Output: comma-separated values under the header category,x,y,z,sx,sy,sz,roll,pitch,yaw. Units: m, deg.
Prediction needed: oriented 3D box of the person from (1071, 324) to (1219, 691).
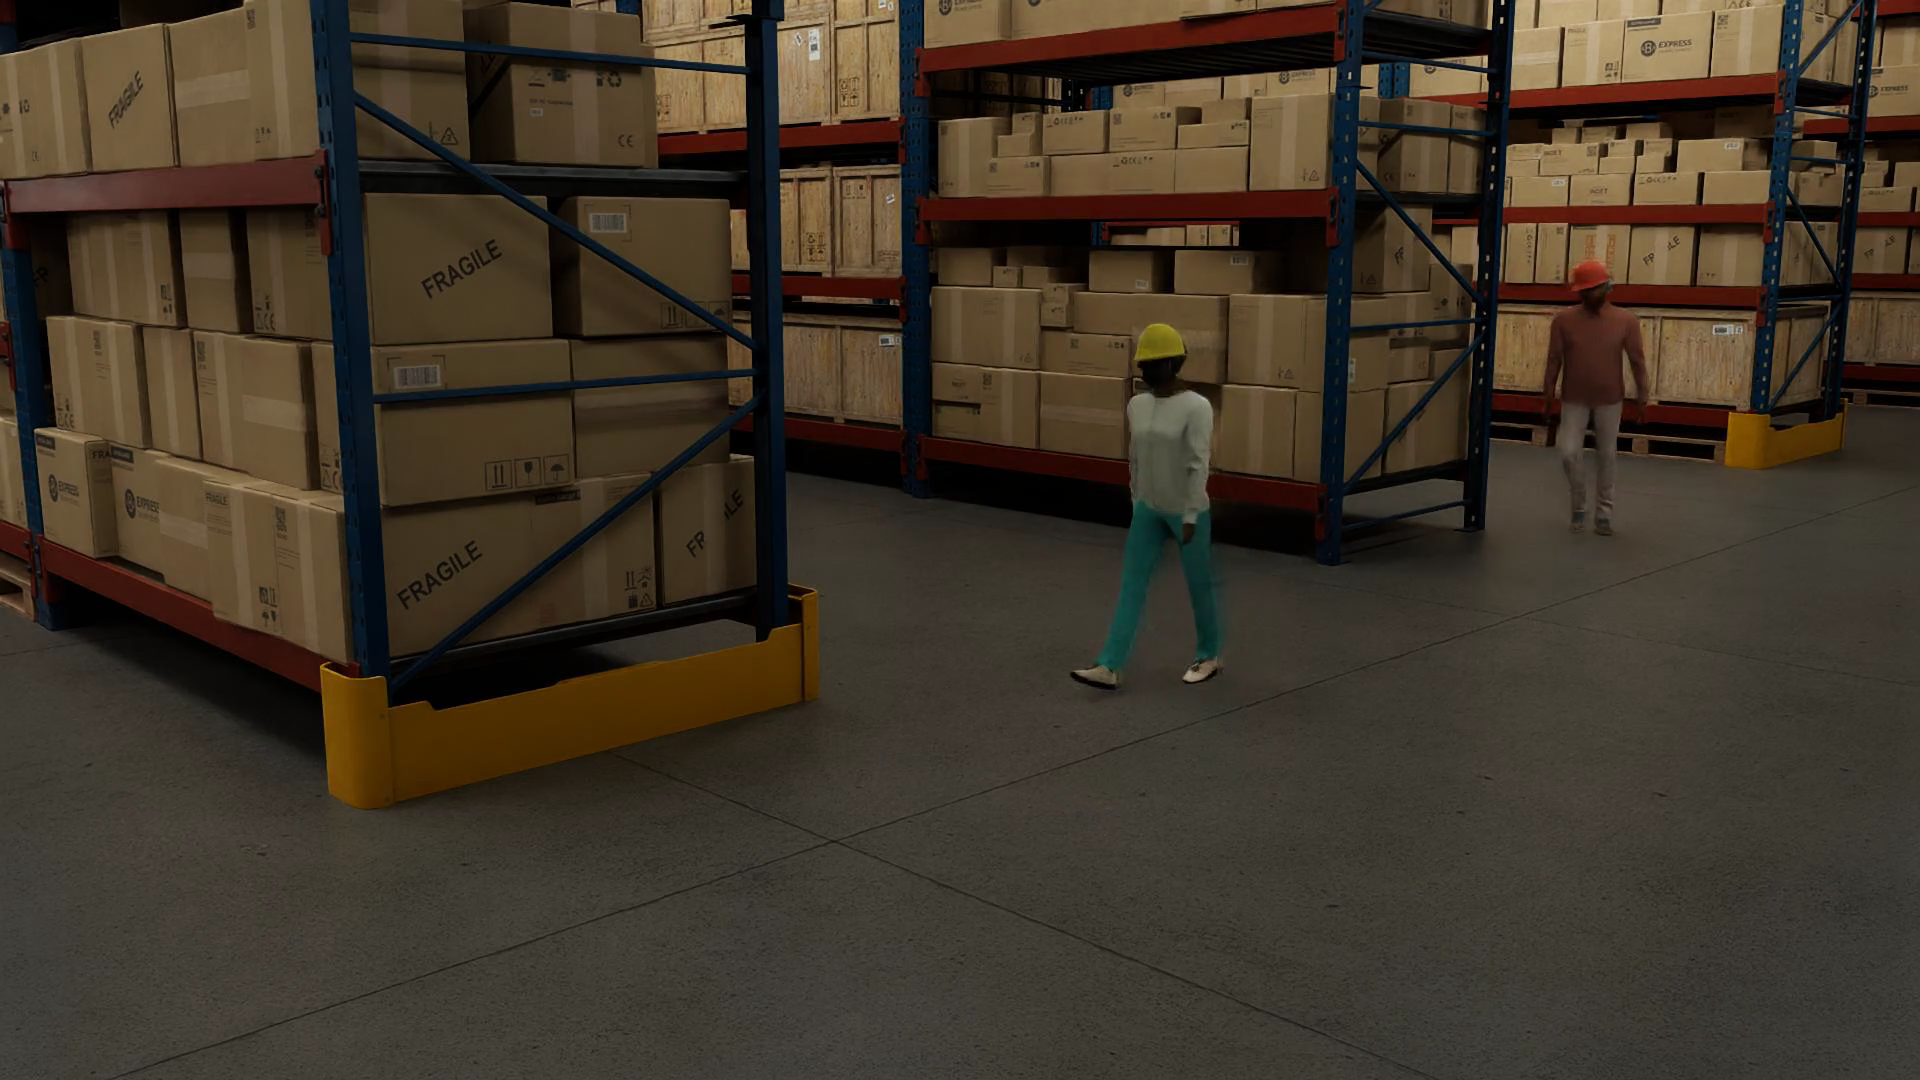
category,x,y,z,sx,sy,sz,roll,pitch,yaw
person,0.928,-0.132,7.728,0.540,1.718,0.905,10,15,44

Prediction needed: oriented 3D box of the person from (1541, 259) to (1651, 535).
category,x,y,z,sx,sy,sz,roll,pitch,yaw
person,4.506,-0.997,11.774,0.750,1.959,0.548,4,11,23
